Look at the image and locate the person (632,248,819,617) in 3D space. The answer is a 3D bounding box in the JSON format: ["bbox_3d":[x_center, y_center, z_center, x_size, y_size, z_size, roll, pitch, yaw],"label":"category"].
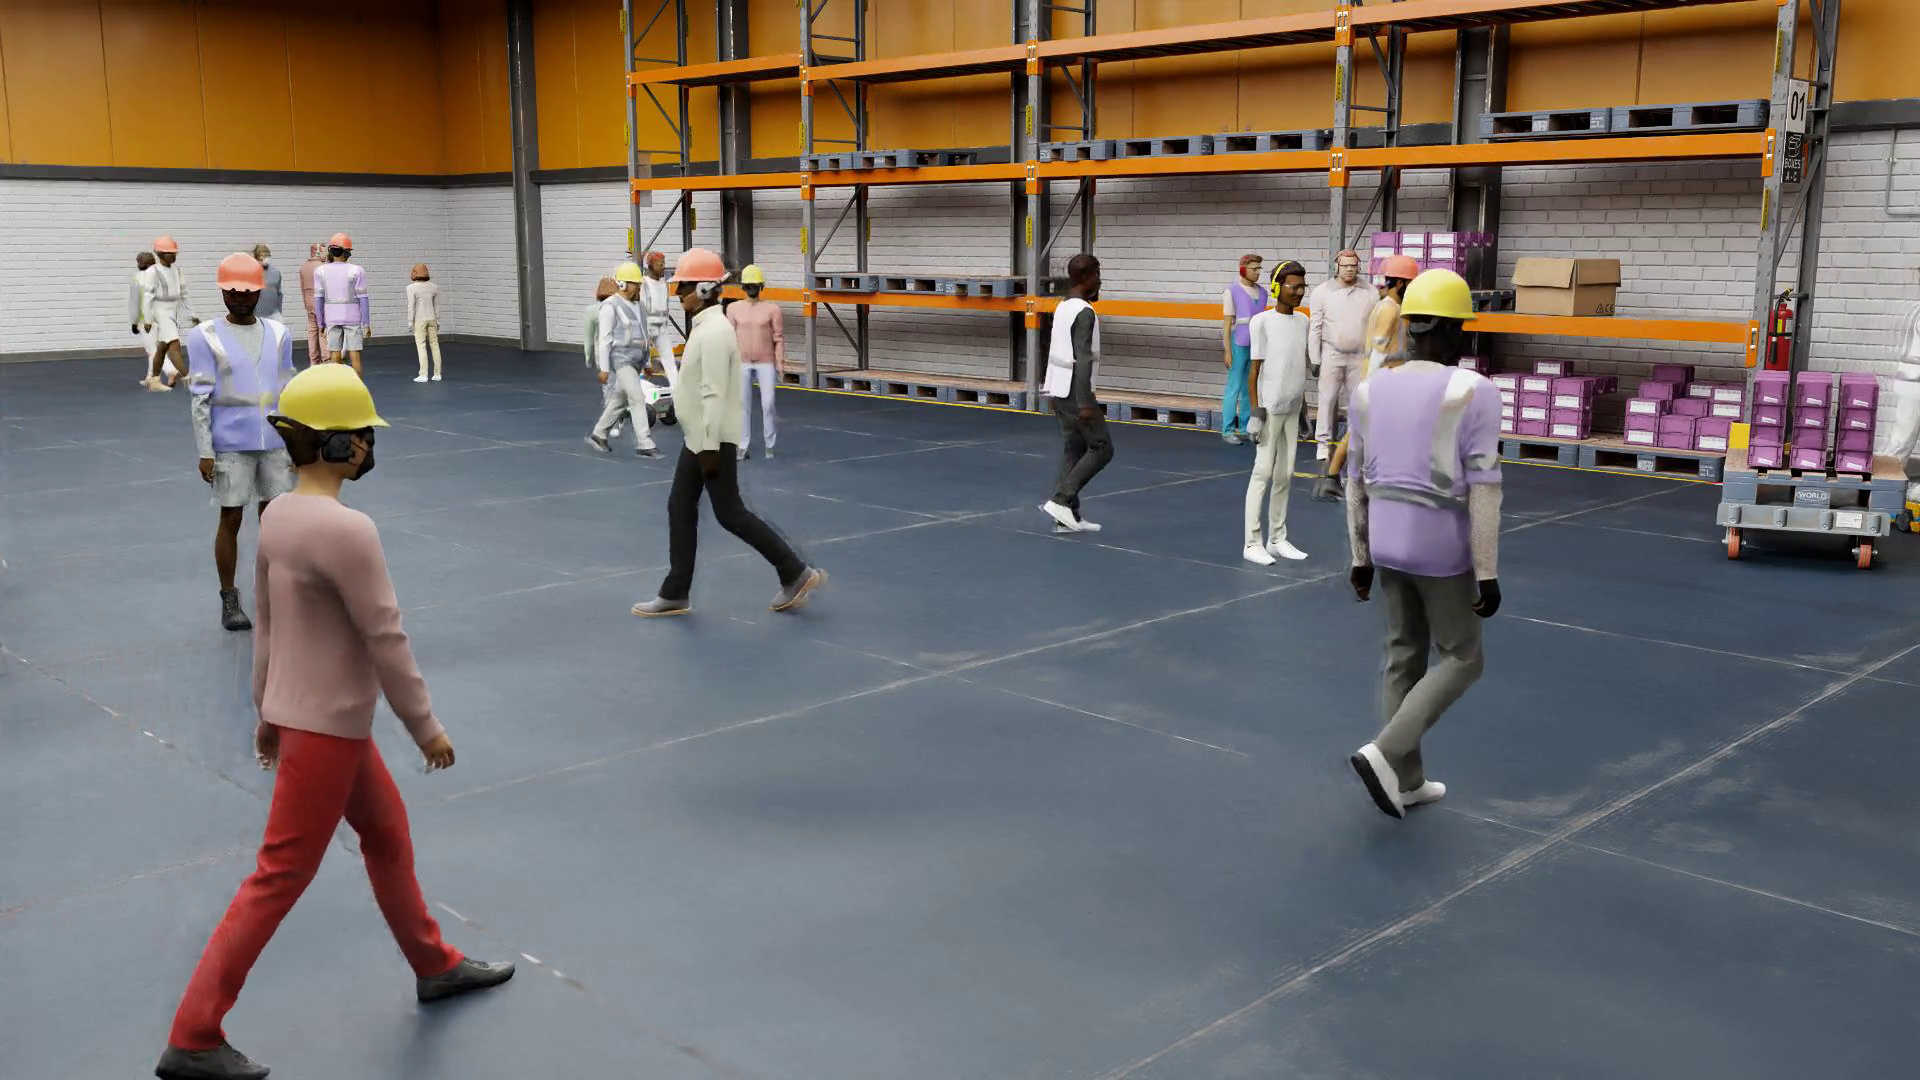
[{"bbox_3d":[-1.246,-0.552,8.778,0.929,1.966,0.622,-3,11,-13],"label":"person"}]

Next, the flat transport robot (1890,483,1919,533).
[{"bbox_3d":[6.715,-0.242,11.691,0.652,0.197,1.431,-1,10,-7],"label":"flat transport robot"}]

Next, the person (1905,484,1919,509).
[{"bbox_3d":[6.722,-0.815,11.132,0.573,1.612,0.502,-7,13,-35],"label":"person"}]

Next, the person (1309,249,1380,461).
[{"bbox_3d":[3.455,-1.651,14.952,0.636,1.900,0.401,0,10,-1],"label":"person"}]

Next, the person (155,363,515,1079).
[{"bbox_3d":[-1.579,0.433,4.070,0.929,1.721,0.523,-8,13,-37],"label":"person"}]

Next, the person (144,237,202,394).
[{"bbox_3d":[-10.068,-2.870,21.319,1.007,1.988,0.621,1,10,6],"label":"person"}]

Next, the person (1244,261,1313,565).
[{"bbox_3d":[1.985,-0.782,10.300,0.534,1.861,0.310,-8,13,-36],"label":"person"}]

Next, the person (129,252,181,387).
[{"bbox_3d":[-10.728,-2.931,22.174,0.869,1.817,0.636,5,12,25],"label":"person"}]

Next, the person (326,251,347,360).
[{"bbox_3d":[-10.130,-3.823,27.072,0.629,1.806,0.957,-3,11,-16],"label":"person"}]

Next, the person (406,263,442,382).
[{"bbox_3d":[-7.439,-3.012,23.081,0.277,1.632,0.502,9,13,39],"label":"person"}]

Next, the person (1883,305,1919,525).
[{"bbox_3d":[6.770,-0.994,11.502,0.845,1.852,0.647,8,13,37],"label":"person"}]

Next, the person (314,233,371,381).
[{"bbox_3d":[-7.253,-2.579,19.601,0.616,2.041,0.379,0,10,-1],"label":"person"}]

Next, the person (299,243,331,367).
[{"bbox_3d":[-9.715,-3.550,25.281,0.642,1.905,0.399,7,13,34],"label":"person"}]

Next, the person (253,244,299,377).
[{"bbox_3d":[-9.205,-2.972,22.157,1.002,1.887,0.660,6,12,31],"label":"person"}]

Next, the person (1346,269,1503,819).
[{"bbox_3d":[1.562,0.035,5.704,0.516,1.910,0.612,-8,13,-37],"label":"person"}]

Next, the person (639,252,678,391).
[{"bbox_3d":[-3.489,-2.376,19.082,1.002,1.828,0.595,8,13,36],"label":"person"}]

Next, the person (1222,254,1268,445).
[{"bbox_3d":[2.755,-1.851,16.178,0.570,1.840,0.373,-9,13,-39],"label":"person"}]

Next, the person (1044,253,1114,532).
[{"bbox_3d":[0.805,-0.974,11.234,0.456,1.901,0.615,-2,11,-11],"label":"person"}]

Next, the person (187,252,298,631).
[{"bbox_3d":[-3.658,-0.506,8.590,0.367,1.932,0.551,9,14,40],"label":"person"}]

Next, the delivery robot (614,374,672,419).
[{"bbox_3d":[-3.409,-1.523,17.647,0.707,0.478,0.477,6,12,27],"label":"delivery robot"}]

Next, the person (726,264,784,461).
[{"bbox_3d":[-1.850,-1.590,15.003,0.527,1.777,0.344,0,10,0],"label":"person"}]

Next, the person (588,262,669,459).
[{"bbox_3d":[-3.097,-1.651,15.262,0.917,1.793,0.601,4,11,20],"label":"person"}]

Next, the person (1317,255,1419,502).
[{"bbox_3d":[3.212,-1.185,12.476,1.073,1.869,0.556,2,11,9],"label":"person"}]

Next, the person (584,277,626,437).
[{"bbox_3d":[-3.561,-1.870,16.939,0.520,1.586,0.826,-4,11,-19],"label":"person"}]
